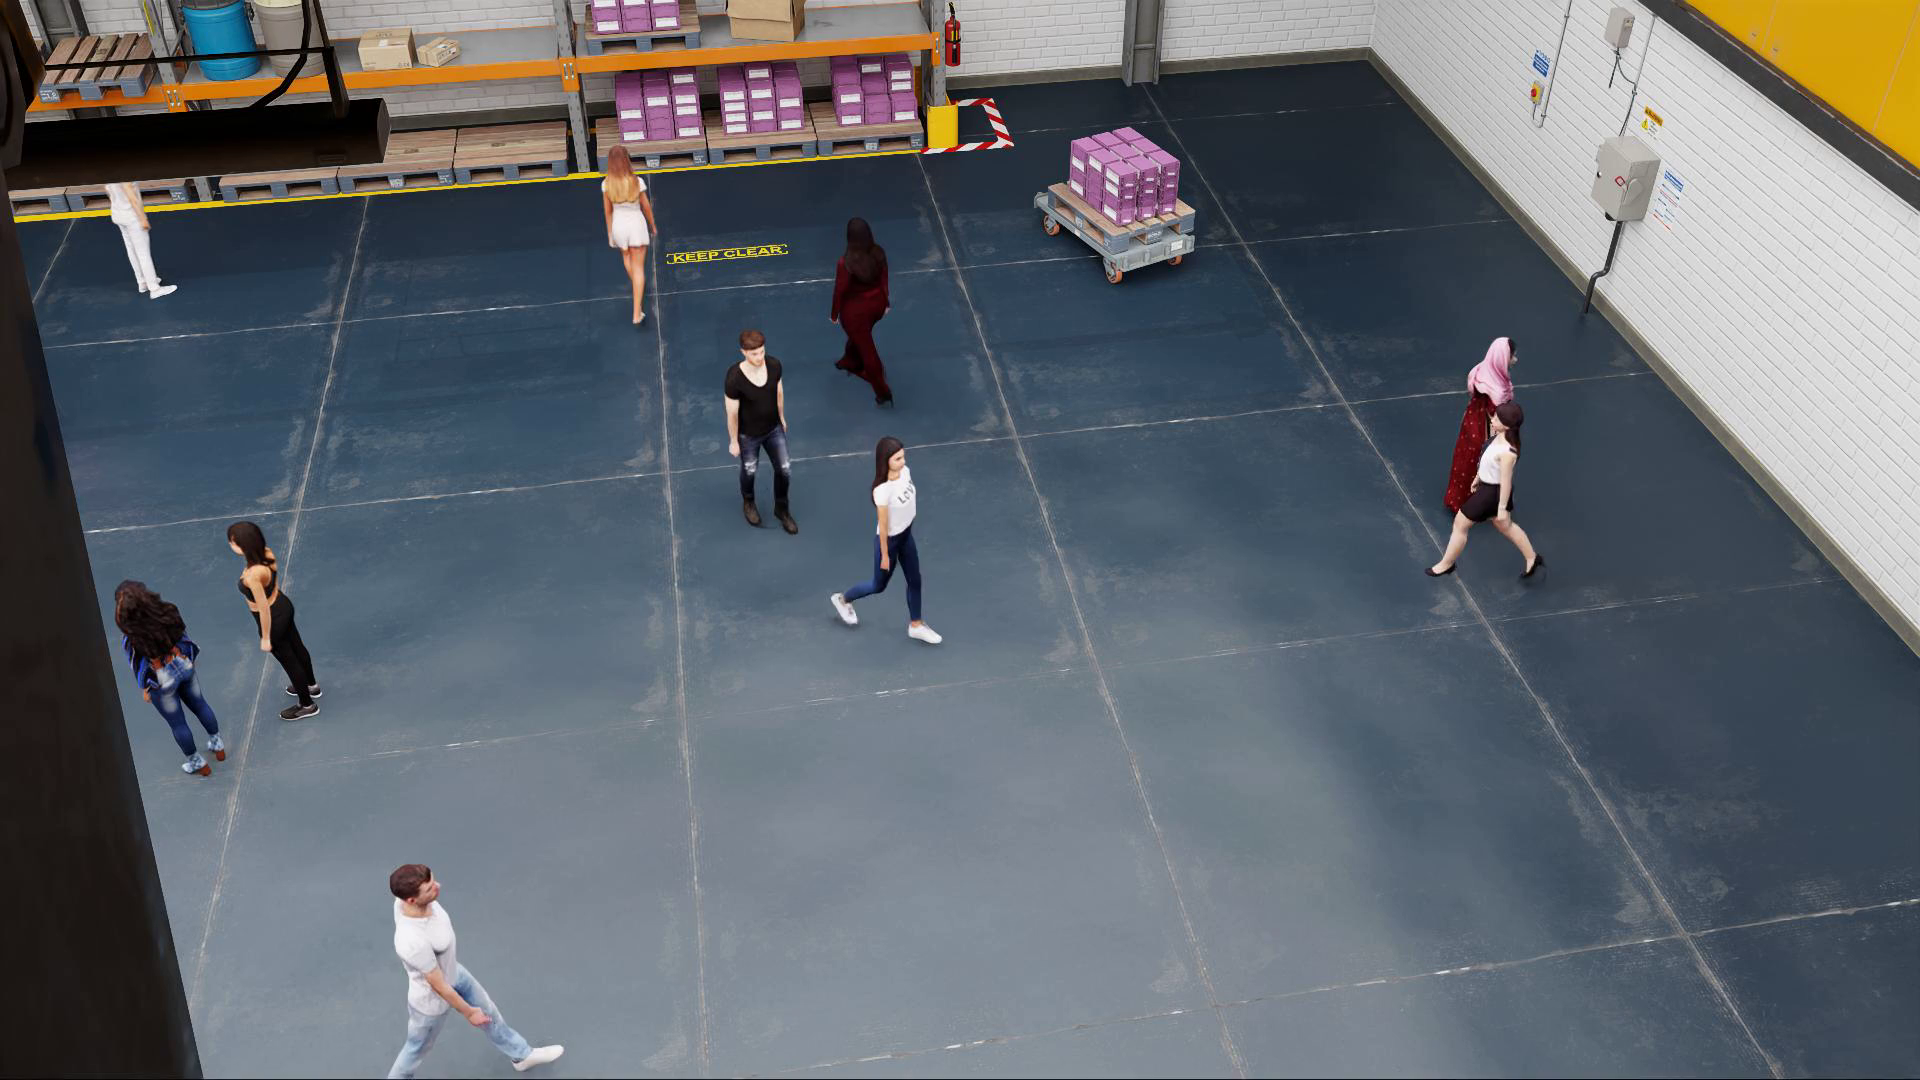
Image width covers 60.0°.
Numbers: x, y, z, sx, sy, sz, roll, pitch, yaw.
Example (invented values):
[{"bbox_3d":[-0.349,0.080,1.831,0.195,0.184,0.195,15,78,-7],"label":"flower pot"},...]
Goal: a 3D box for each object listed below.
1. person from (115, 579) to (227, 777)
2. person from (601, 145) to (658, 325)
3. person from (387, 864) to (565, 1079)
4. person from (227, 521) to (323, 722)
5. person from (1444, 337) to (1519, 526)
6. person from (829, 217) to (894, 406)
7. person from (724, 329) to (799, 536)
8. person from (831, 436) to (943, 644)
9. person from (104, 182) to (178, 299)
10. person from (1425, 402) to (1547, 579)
[{"bbox_3d":[-5.183,0.893,10.897,0.743,1.619,0.701,19,42,22],"label":"person"},{"bbox_3d":[-3.089,-2.818,15.518,1.105,1.650,0.768,-1,39,-1],"label":"person"},{"bbox_3d":[-2.873,2.428,8.831,1.187,1.798,0.631,-7,39,-8],"label":"person"},{"bbox_3d":[-4.658,0.533,11.328,0.507,1.643,0.573,-3,39,-4],"label":"person"},{"bbox_3d":[4.119,-0.880,13.103,0.637,1.637,0.688,-1,39,-2],"label":"person"},{"bbox_3d":[-0.776,-1.920,14.347,1.120,1.709,1.121,30,47,32],"label":"person"},{"bbox_3d":[-1.596,-0.896,12.940,0.893,1.865,0.916,-21,43,-24],"label":"person"},{"bbox_3d":[-0.566,0.005,11.907,1.172,1.745,0.997,16,41,19],"label":"person"},{"bbox_3d":[-7.953,-3.114,15.872,0.684,1.672,0.738,25,45,28],"label":"person"},{"bbox_3d":[4.073,-0.317,12.423,1.166,1.605,0.827,7,39,9],"label":"person"}]
